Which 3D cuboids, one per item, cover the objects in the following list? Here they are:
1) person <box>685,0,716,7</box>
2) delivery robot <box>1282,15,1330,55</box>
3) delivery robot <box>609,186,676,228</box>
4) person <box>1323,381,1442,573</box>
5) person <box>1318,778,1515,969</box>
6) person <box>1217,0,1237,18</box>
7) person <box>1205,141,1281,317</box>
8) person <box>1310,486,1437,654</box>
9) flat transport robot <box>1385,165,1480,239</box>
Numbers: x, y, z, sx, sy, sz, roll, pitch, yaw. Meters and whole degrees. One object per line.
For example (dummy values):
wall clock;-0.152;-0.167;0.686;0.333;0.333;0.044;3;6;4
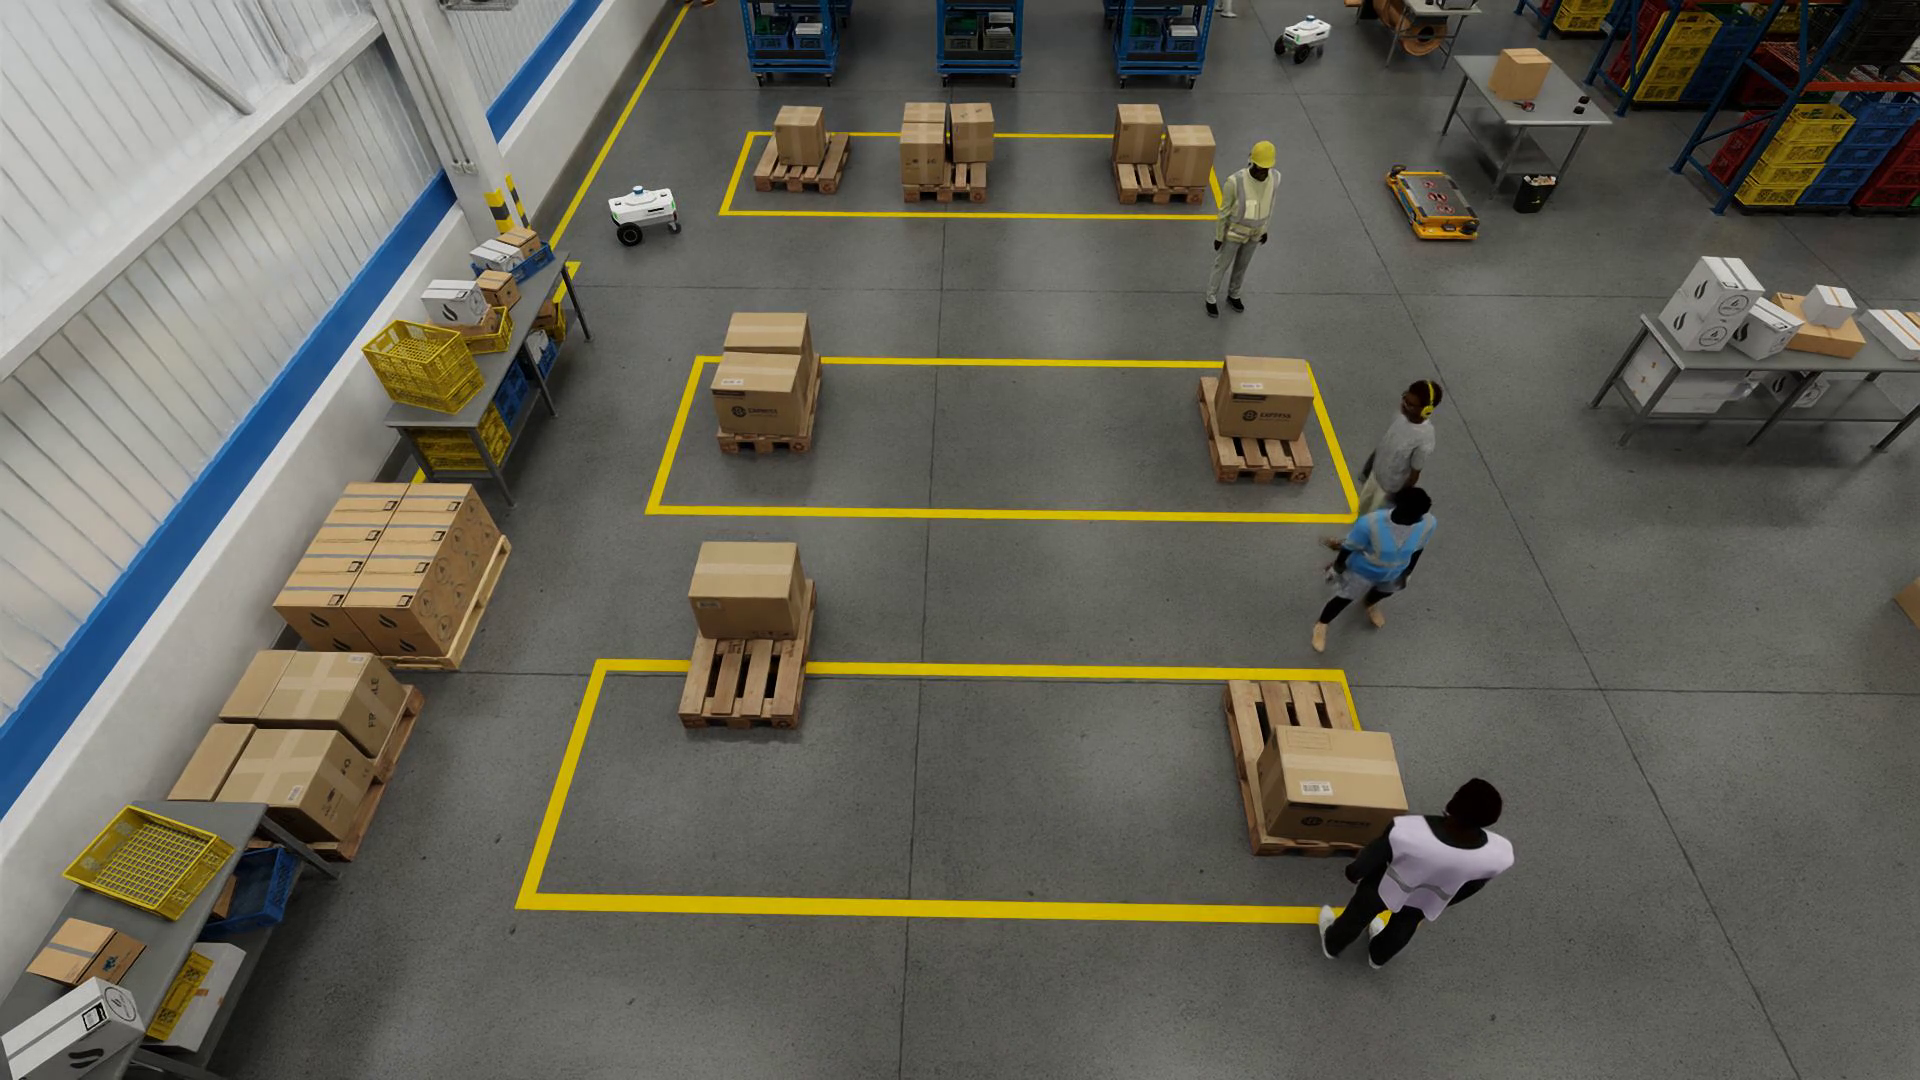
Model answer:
person;-4.392;-9.804;14.885;0.633;1.981;0.436;10;50;9
delivery robot;5.263;-7.702;13.936;0.707;0.478;0.477;-25;54;-20
delivery robot;-3.662;-3.847;10.599;0.707;0.478;0.477;-17;51;-14
person;3.166;-0.432;6.859;0.468;1.862;0.567;-3;49;-3
person;2.379;1.828;4.859;0.594;1.912;0.383;9;50;8
person;4.424;-9.318;14.686;0.315;1.634;0.545;-4;49;-4
person;2.835;-3.088;9.162;0.603;1.830;0.404;-13;50;-11
person;2.949;0.156;6.459;0.712;1.673;0.478;-1;49;-1
flat transport robot;5.692;-4.094;11.059;0.652;0.197;1.431;1;49;1
